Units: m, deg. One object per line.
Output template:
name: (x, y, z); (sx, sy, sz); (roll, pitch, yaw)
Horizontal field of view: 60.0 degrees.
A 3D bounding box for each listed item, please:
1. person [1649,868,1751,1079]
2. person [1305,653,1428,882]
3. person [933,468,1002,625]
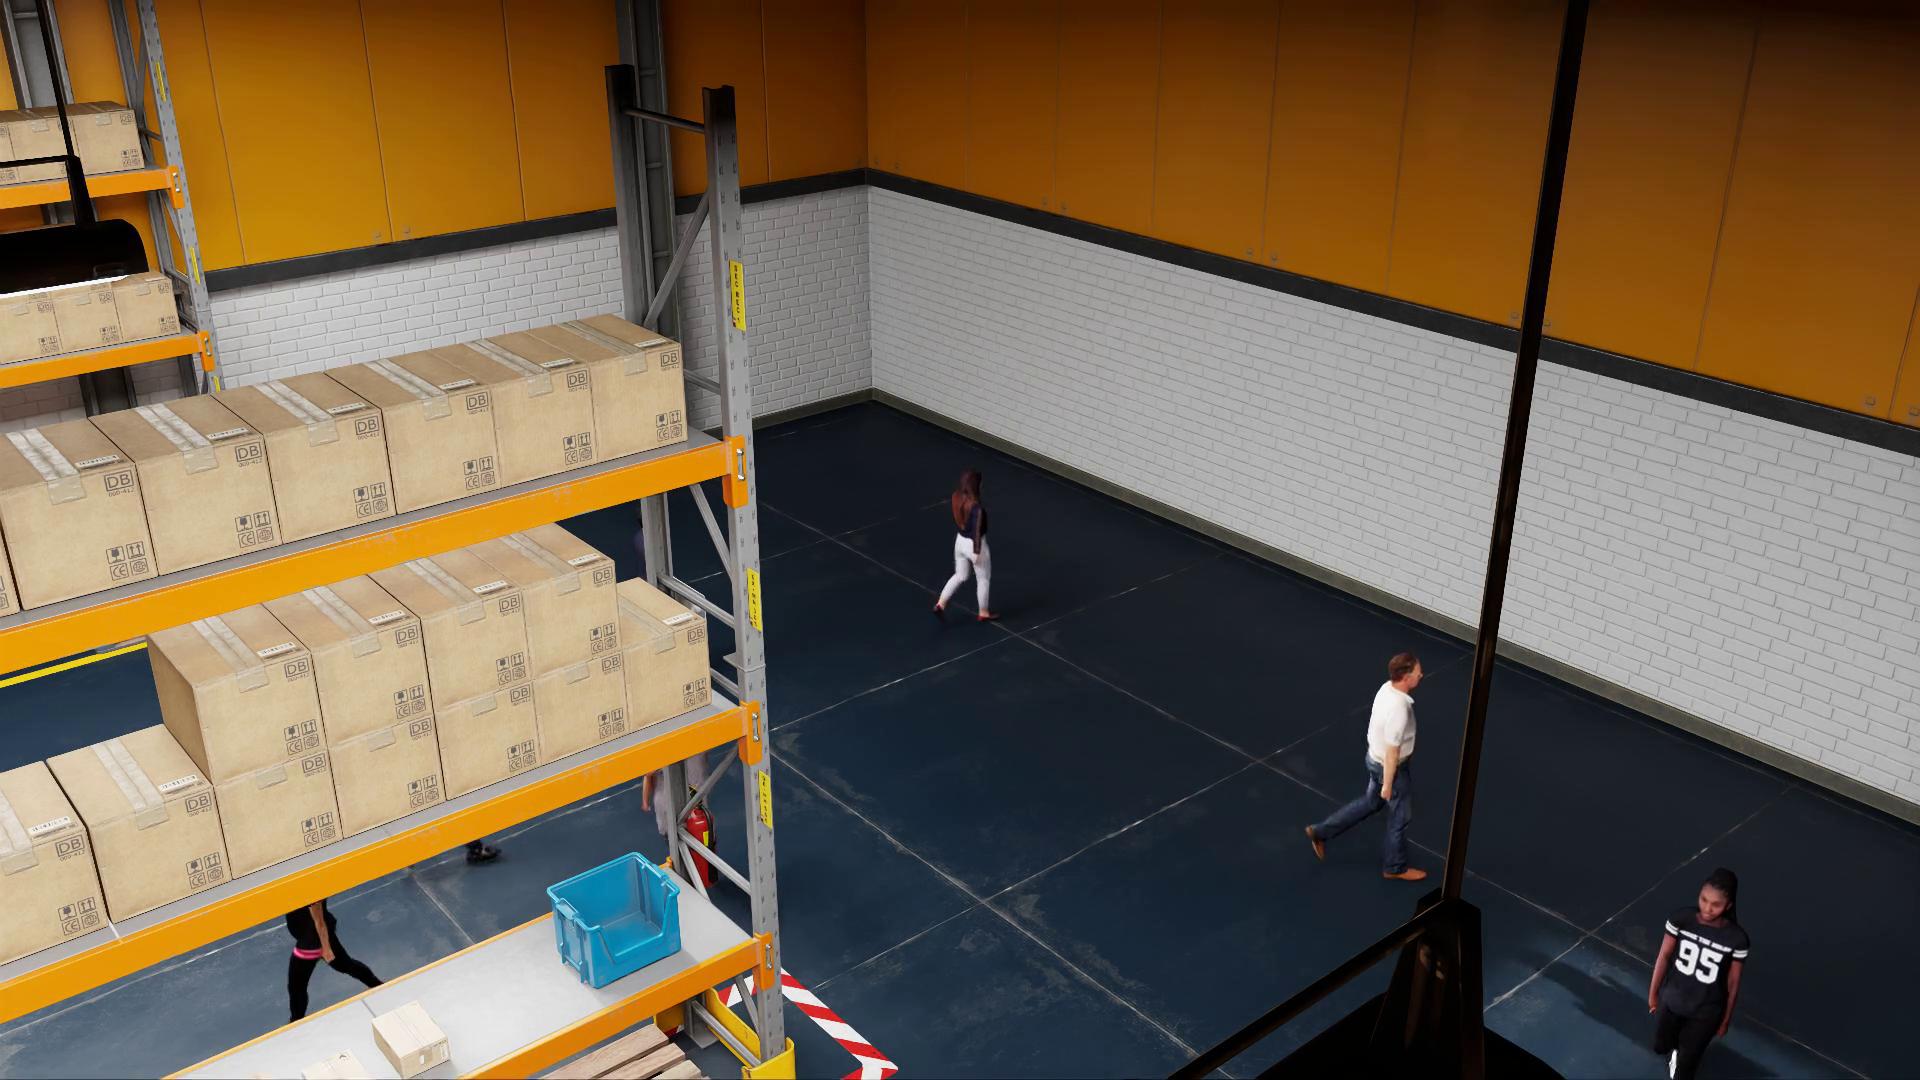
person: (4.269, 2.652, 9.630); (0.725, 1.712, 1.012); (18, 29, 35)
person: (2.950, 1.610, 11.865); (1.182, 1.831, 1.151); (4, 24, 8)
person: (0.044, 0.089, 15.649); (0.956, 1.587, 0.637); (-16, 28, -32)
